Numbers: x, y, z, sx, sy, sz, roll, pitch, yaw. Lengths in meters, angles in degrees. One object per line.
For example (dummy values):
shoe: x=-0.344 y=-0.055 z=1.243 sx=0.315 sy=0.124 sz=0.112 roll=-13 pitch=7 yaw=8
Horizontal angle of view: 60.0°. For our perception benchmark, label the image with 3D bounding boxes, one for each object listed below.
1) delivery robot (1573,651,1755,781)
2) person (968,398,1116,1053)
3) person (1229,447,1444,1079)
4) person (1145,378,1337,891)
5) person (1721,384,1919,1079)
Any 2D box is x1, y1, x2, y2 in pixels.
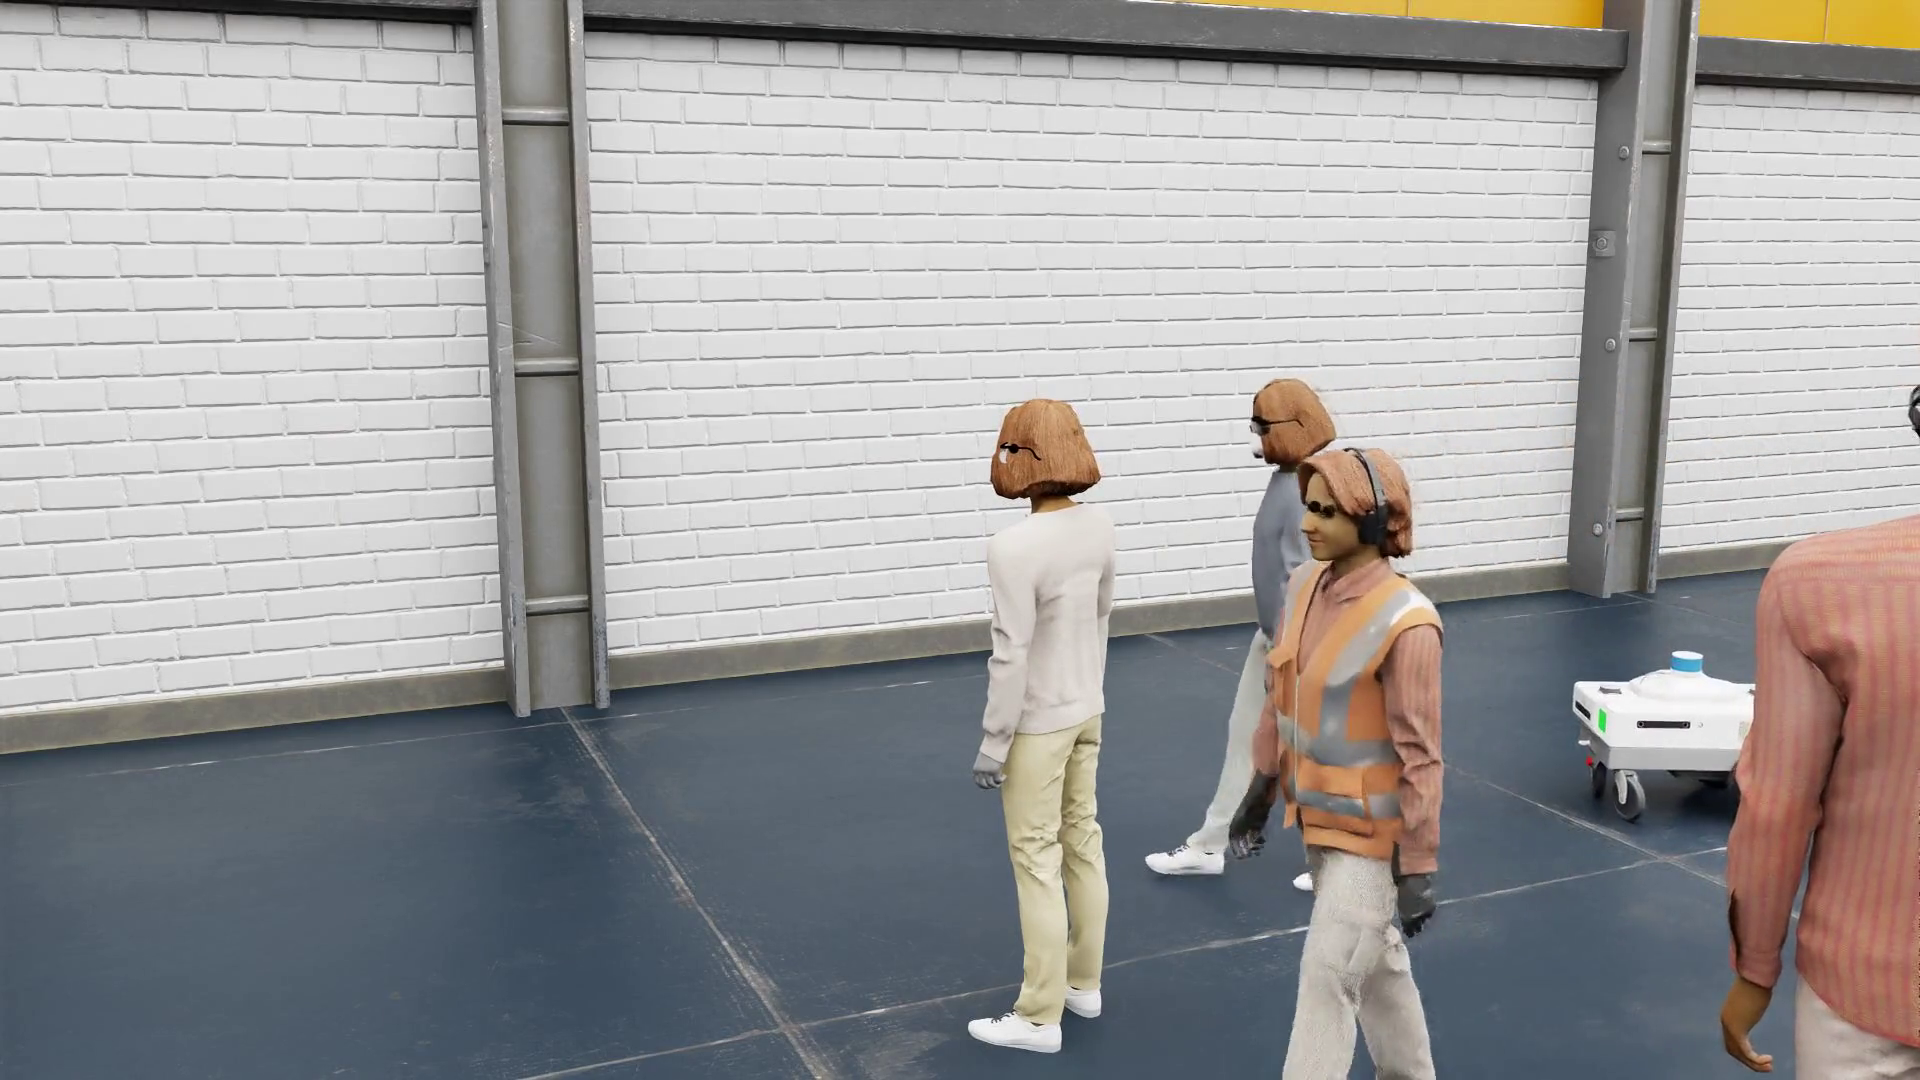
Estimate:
delivery robot: x=2.567 y=0.640 z=5.913 sx=0.707 sy=0.478 sz=0.477 roll=1 pitch=10 yaw=4
person: x=0.210 y=0.463 z=4.171 sx=0.279 sy=1.633 sz=0.501 roll=7 pitch=12 yaw=34
person: x=0.814 y=0.605 z=3.484 sx=0.565 sy=1.635 sz=0.526 roll=-3 pitch=11 yaw=-14
person: x=0.968 y=0.306 z=5.114 sx=0.704 sy=1.601 sz=0.522 roll=0 pitch=10 yaw=0
person: x=1.399 y=0.618 z=2.324 sx=0.618 sy=1.990 sz=0.394 roll=5 pitch=11 yaw=24
